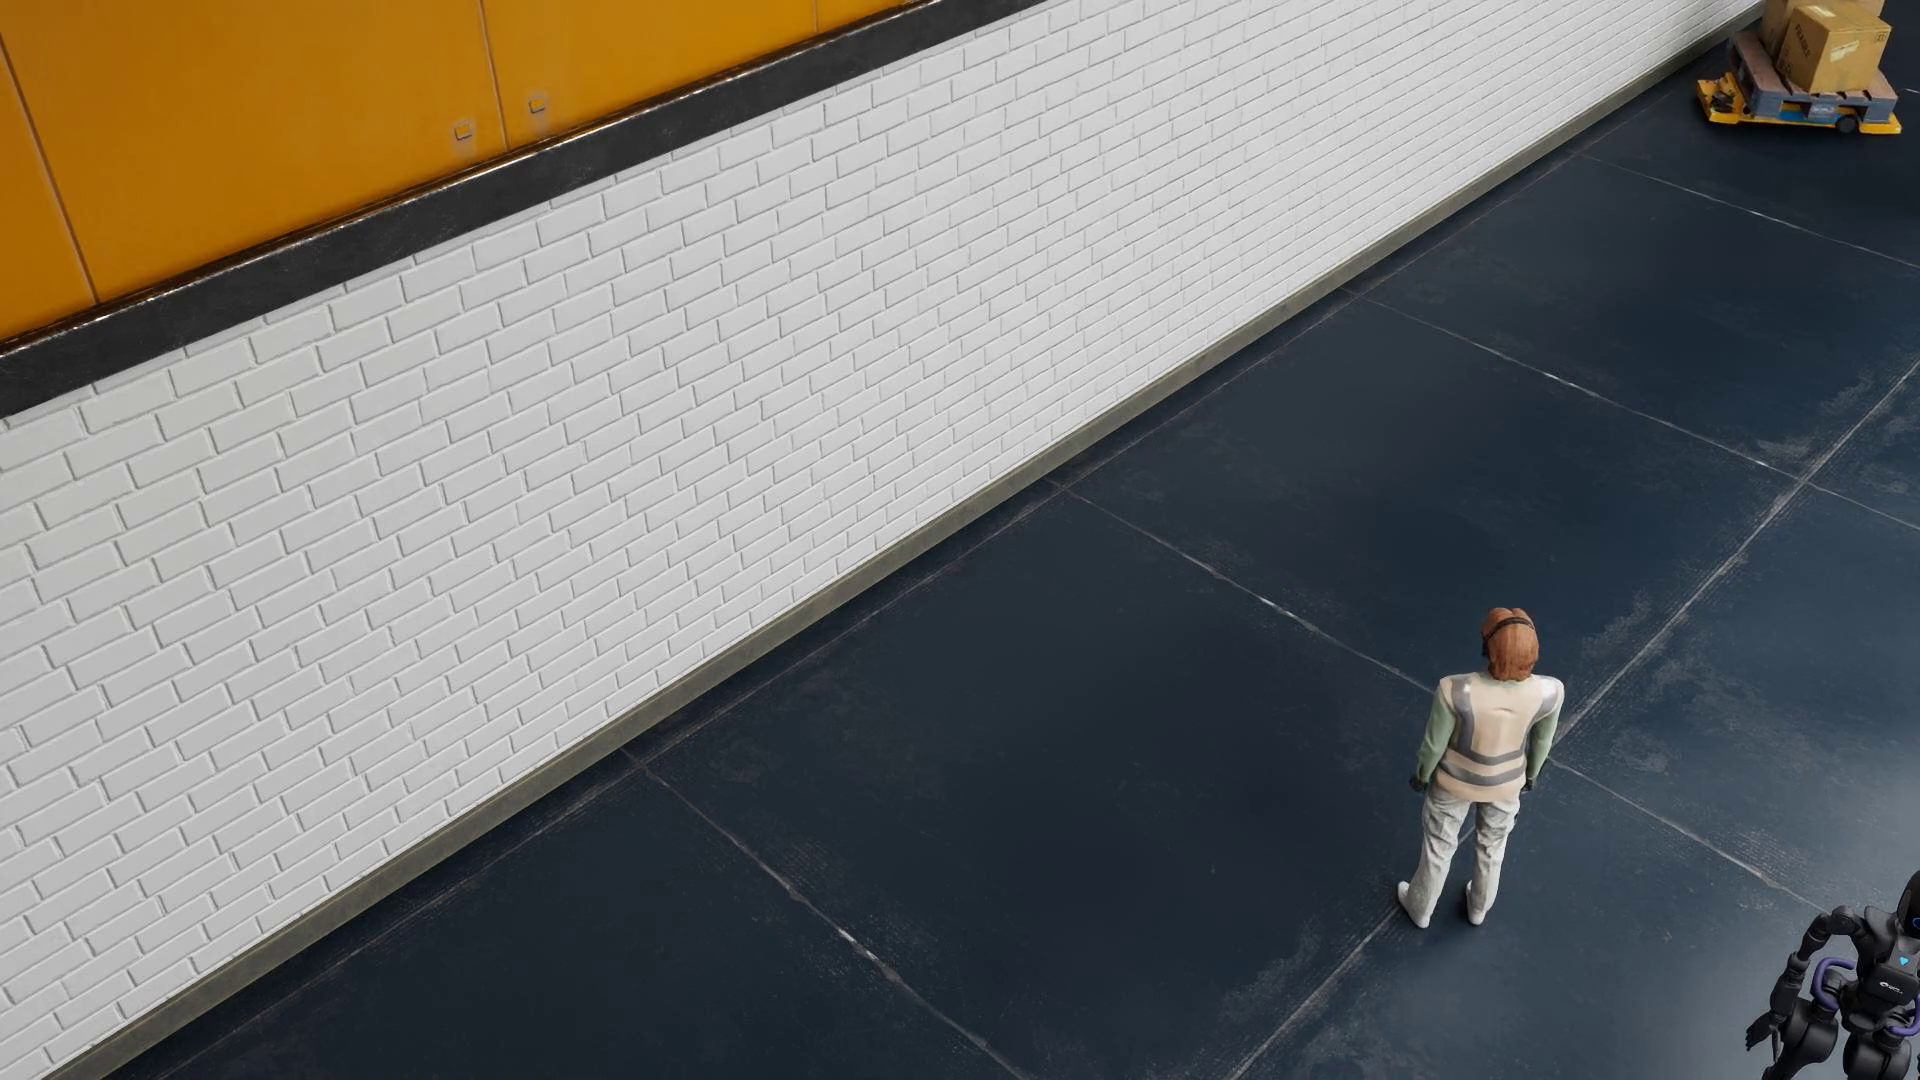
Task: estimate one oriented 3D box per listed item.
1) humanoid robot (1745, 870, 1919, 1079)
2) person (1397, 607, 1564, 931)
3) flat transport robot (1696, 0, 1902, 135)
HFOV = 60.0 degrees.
[{"bbox_3d":[3.049,1.688,5.671,0.599,1.657,0.315,19,43,23],"label":"humanoid robot"},{"bbox_3d":[2.060,0.948,6.637,0.521,1.636,0.308,-1,39,-1],"label":"person"},{"bbox_3d":[6.705,-3.512,13.309,1.431,0.231,0.659,6,39,8],"label":"flat transport robot"}]
